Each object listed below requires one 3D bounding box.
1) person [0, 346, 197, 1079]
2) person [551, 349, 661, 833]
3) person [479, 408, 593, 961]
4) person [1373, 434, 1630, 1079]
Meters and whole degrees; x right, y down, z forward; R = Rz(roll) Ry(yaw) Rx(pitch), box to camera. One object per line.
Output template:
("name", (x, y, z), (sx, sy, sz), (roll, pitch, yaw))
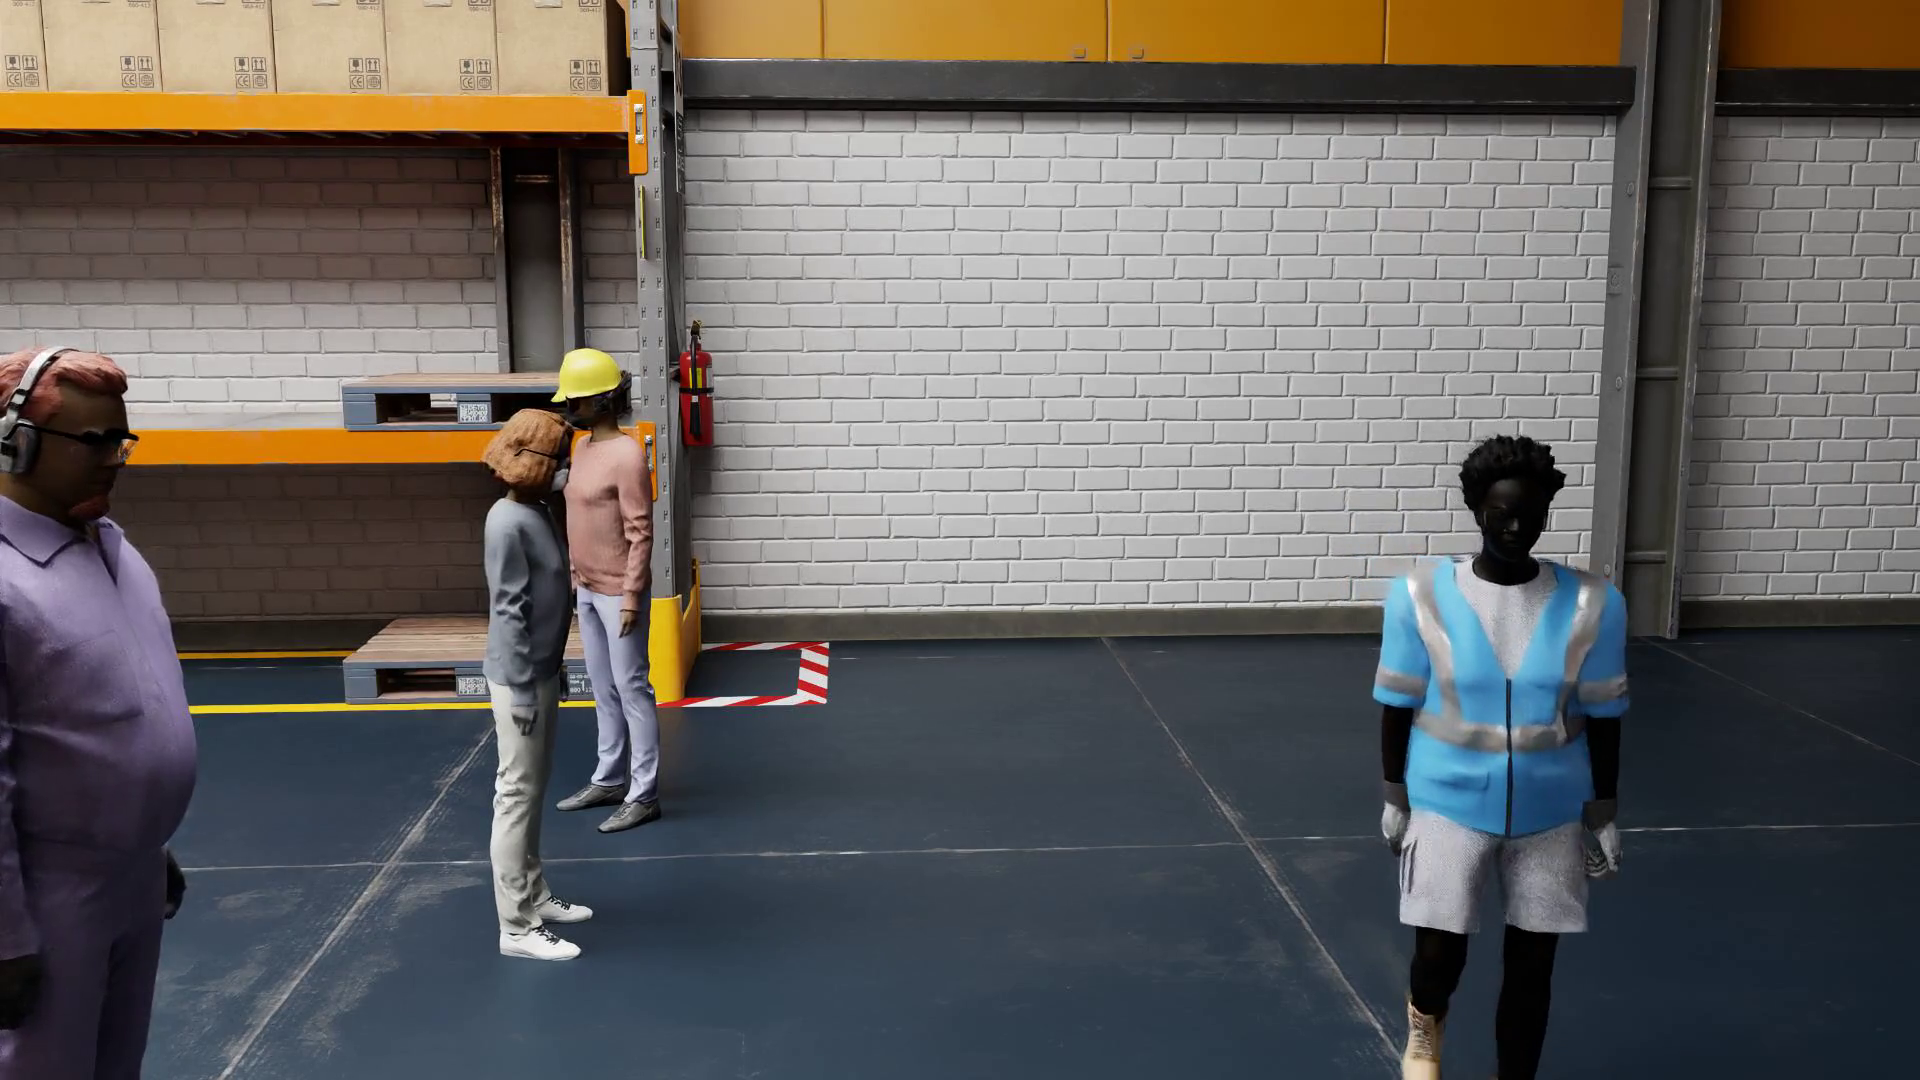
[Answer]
("person", (-1.570, 0.609, 2.977), (0.405, 1.902, 0.636), (-1, 9, -3))
("person", (-1.304, 0.184, 6.089), (0.327, 1.761, 0.522), (-7, 11, -37))
("person", (-1.276, 0.421, 4.987), (0.279, 1.633, 0.497), (-1, 9, -3))
("person", (1.200, 0.596, 3.742), (0.540, 1.687, 0.414), (2, 9, 9))
